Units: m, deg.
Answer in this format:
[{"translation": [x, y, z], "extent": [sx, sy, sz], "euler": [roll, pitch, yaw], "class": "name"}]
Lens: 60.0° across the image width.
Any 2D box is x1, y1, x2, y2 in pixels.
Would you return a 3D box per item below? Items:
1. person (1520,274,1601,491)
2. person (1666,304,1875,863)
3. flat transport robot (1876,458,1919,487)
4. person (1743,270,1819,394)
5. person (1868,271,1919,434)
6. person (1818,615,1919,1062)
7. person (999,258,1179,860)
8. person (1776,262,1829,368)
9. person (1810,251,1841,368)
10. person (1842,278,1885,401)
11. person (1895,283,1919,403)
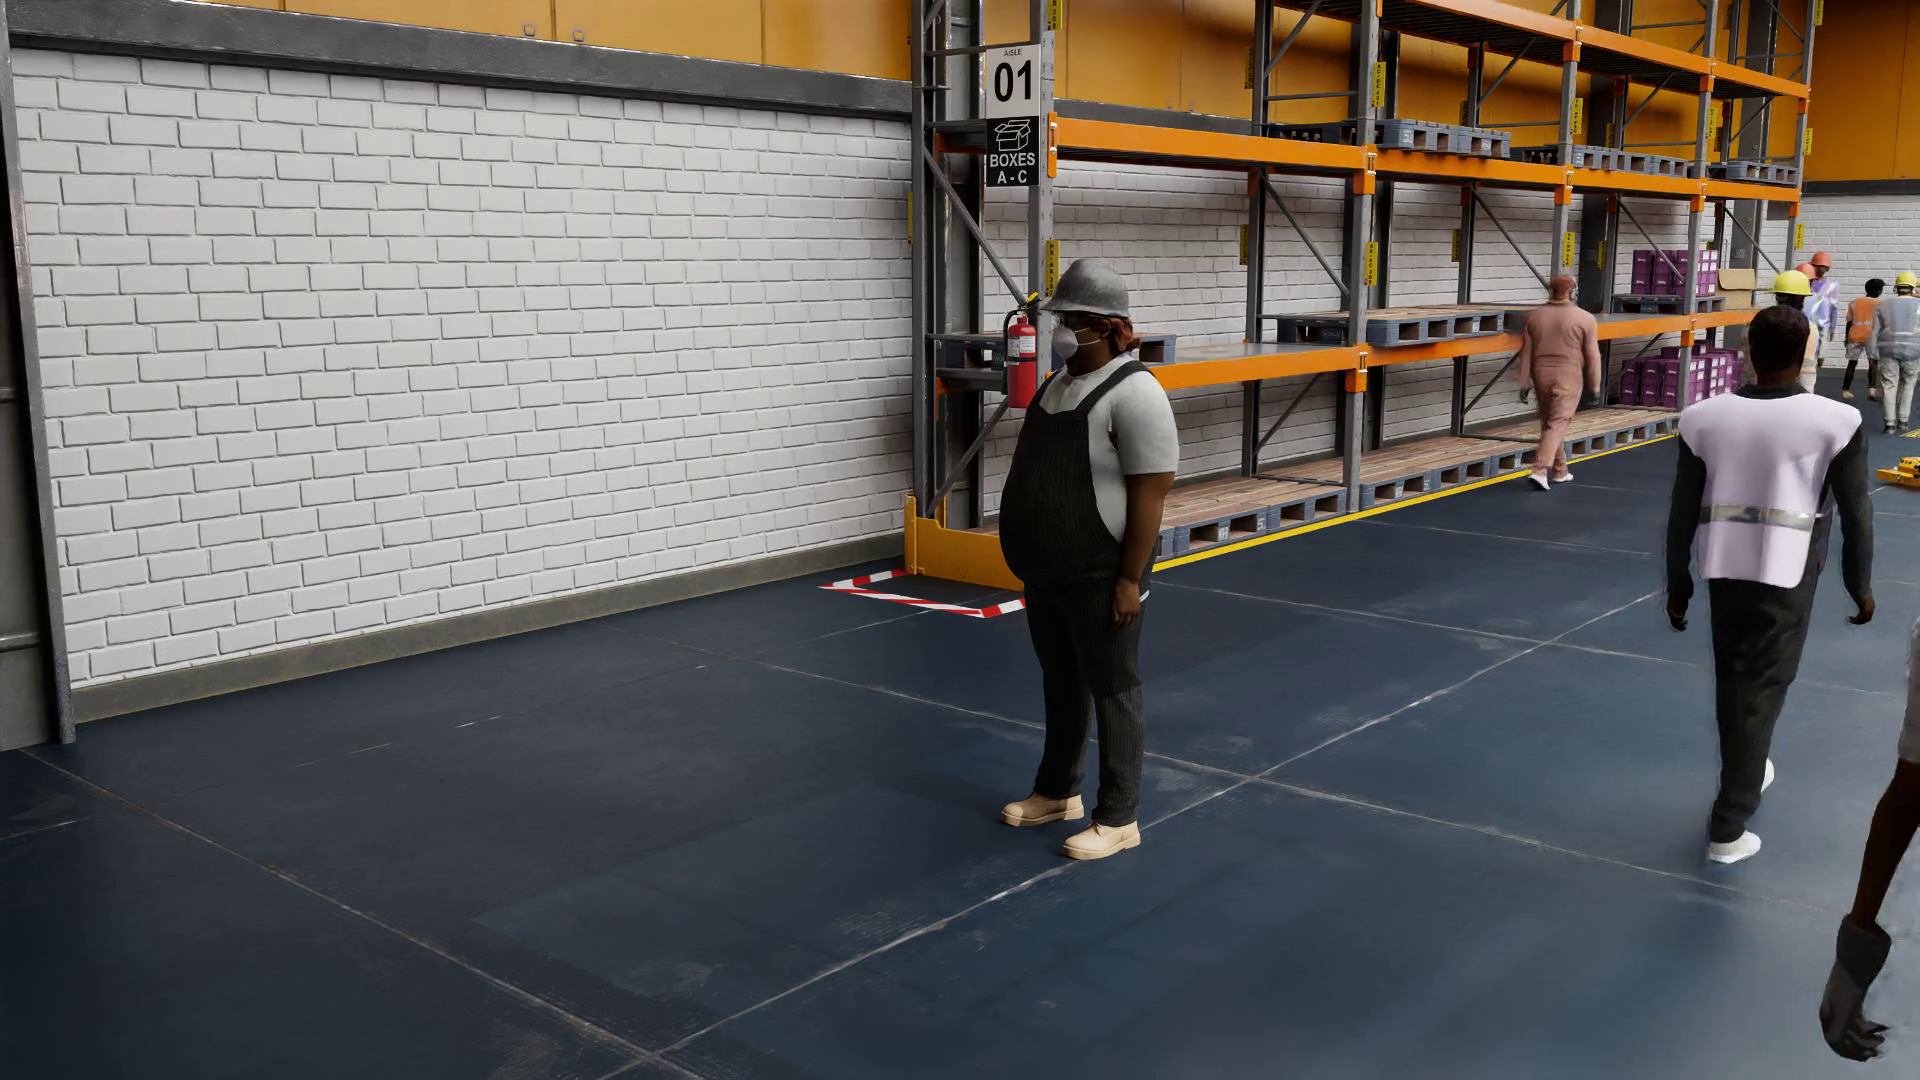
[{"translation": [5.179, -1.366, 14.382], "extent": [0.660, 1.861, 0.995], "euler": [10, 14, 44], "class": "person"}, {"translation": [2.848, 0.129, 5.817], "extent": [0.601, 1.875, 0.969], "euler": [10, 14, 44], "class": "person"}, {"translation": [8.871, -0.593, 14.495], "extent": [1.431, 0.197, 0.652], "euler": [-1, 10, -4], "class": "flat transport robot"}, {"translation": [5.856, -0.948, 11.825], "extent": [0.500, 1.912, 0.611], "euler": [-5, 11, -25], "class": "person"}, {"translation": [10.606, -2.118, 18.780], "extent": [0.626, 1.807, 0.709], "euler": [6, 11, 29], "class": "person"}, {"translation": [1.581, 0.716, 2.553], "extent": [0.653, 1.846, 0.550], "euler": [-5, 11, -24], "class": "person"}, {"translation": [0.397, 0.062, 5.728], "extent": [0.538, 2.000, 0.683], "euler": [-6, 11, -30], "class": "person"}, {"translation": [9.434, -2.151, 18.691], "extent": [0.547, 1.920, 0.537], "euler": [8, 13, 39], "class": "person"}, {"translation": [11.760, -2.955, 22.934], "extent": [0.625, 2.023, 0.472], "euler": [4, 11, 20], "class": "person"}, {"translation": [12.324, -2.736, 22.709], "extent": [0.464, 1.675, 0.614], "euler": [-7, 12, -36], "class": "person"}, {"translation": [12.448, -2.558, 21.852], "extent": [0.535, 1.602, 0.751], "euler": [5, 11, 28], "class": "person"}]
